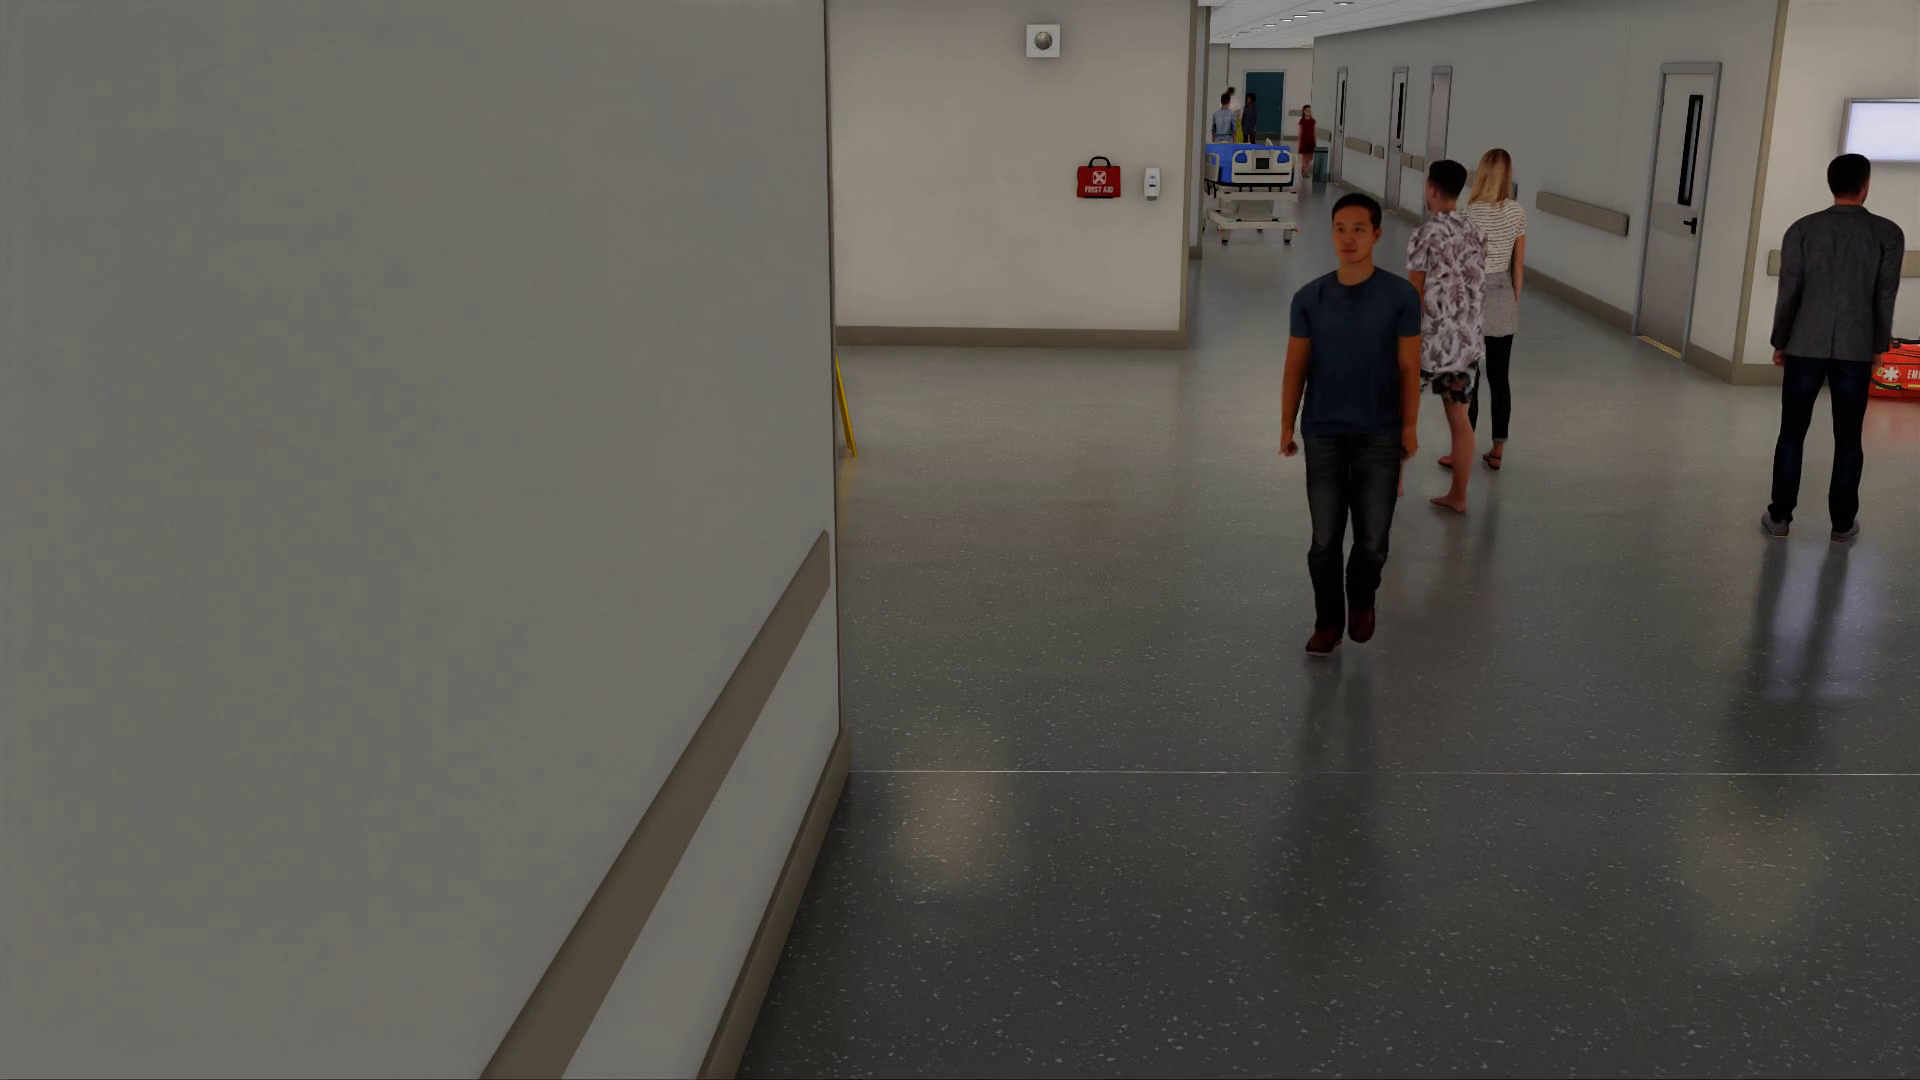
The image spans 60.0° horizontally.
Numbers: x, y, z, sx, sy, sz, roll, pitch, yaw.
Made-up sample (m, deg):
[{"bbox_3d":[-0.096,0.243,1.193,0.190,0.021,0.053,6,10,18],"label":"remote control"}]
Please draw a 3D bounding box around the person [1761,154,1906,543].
[{"bbox_3d":[4.248,-0.934,8.116,0.677,1.872,0.826,8,17,25],"label":"person"}]

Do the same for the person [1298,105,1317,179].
[{"bbox_3d":[7.485,-8.602,35.915,0.851,1.539,0.796,-3,16,-12],"label":"person"}]

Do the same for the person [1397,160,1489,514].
[{"bbox_3d":[2.541,-1.018,8.550,0.886,1.798,0.926,-5,17,-18],"label":"person"}]

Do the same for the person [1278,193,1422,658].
[{"bbox_3d":[1.539,-0.435,6.482,0.702,1.799,0.821,6,17,21],"label":"person"}]

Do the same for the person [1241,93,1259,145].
[{"bbox_3d":[7.488,-10.683,42.993,0.614,1.710,0.728,11,19,34],"label":"person"}]

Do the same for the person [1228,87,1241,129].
[{"bbox_3d":[7.139,-11.057,44.135,1.270,1.812,1.080,9,18,29],"label":"person"}]

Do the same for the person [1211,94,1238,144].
[{"bbox_3d":[4.908,-7.358,30.949,0.627,1.848,0.780,8,17,25],"label":"person"}]

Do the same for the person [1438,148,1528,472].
[{"bbox_3d":[3.009,-1.308,9.532,0.570,1.825,0.733,-3,16,-12],"label":"person"}]
